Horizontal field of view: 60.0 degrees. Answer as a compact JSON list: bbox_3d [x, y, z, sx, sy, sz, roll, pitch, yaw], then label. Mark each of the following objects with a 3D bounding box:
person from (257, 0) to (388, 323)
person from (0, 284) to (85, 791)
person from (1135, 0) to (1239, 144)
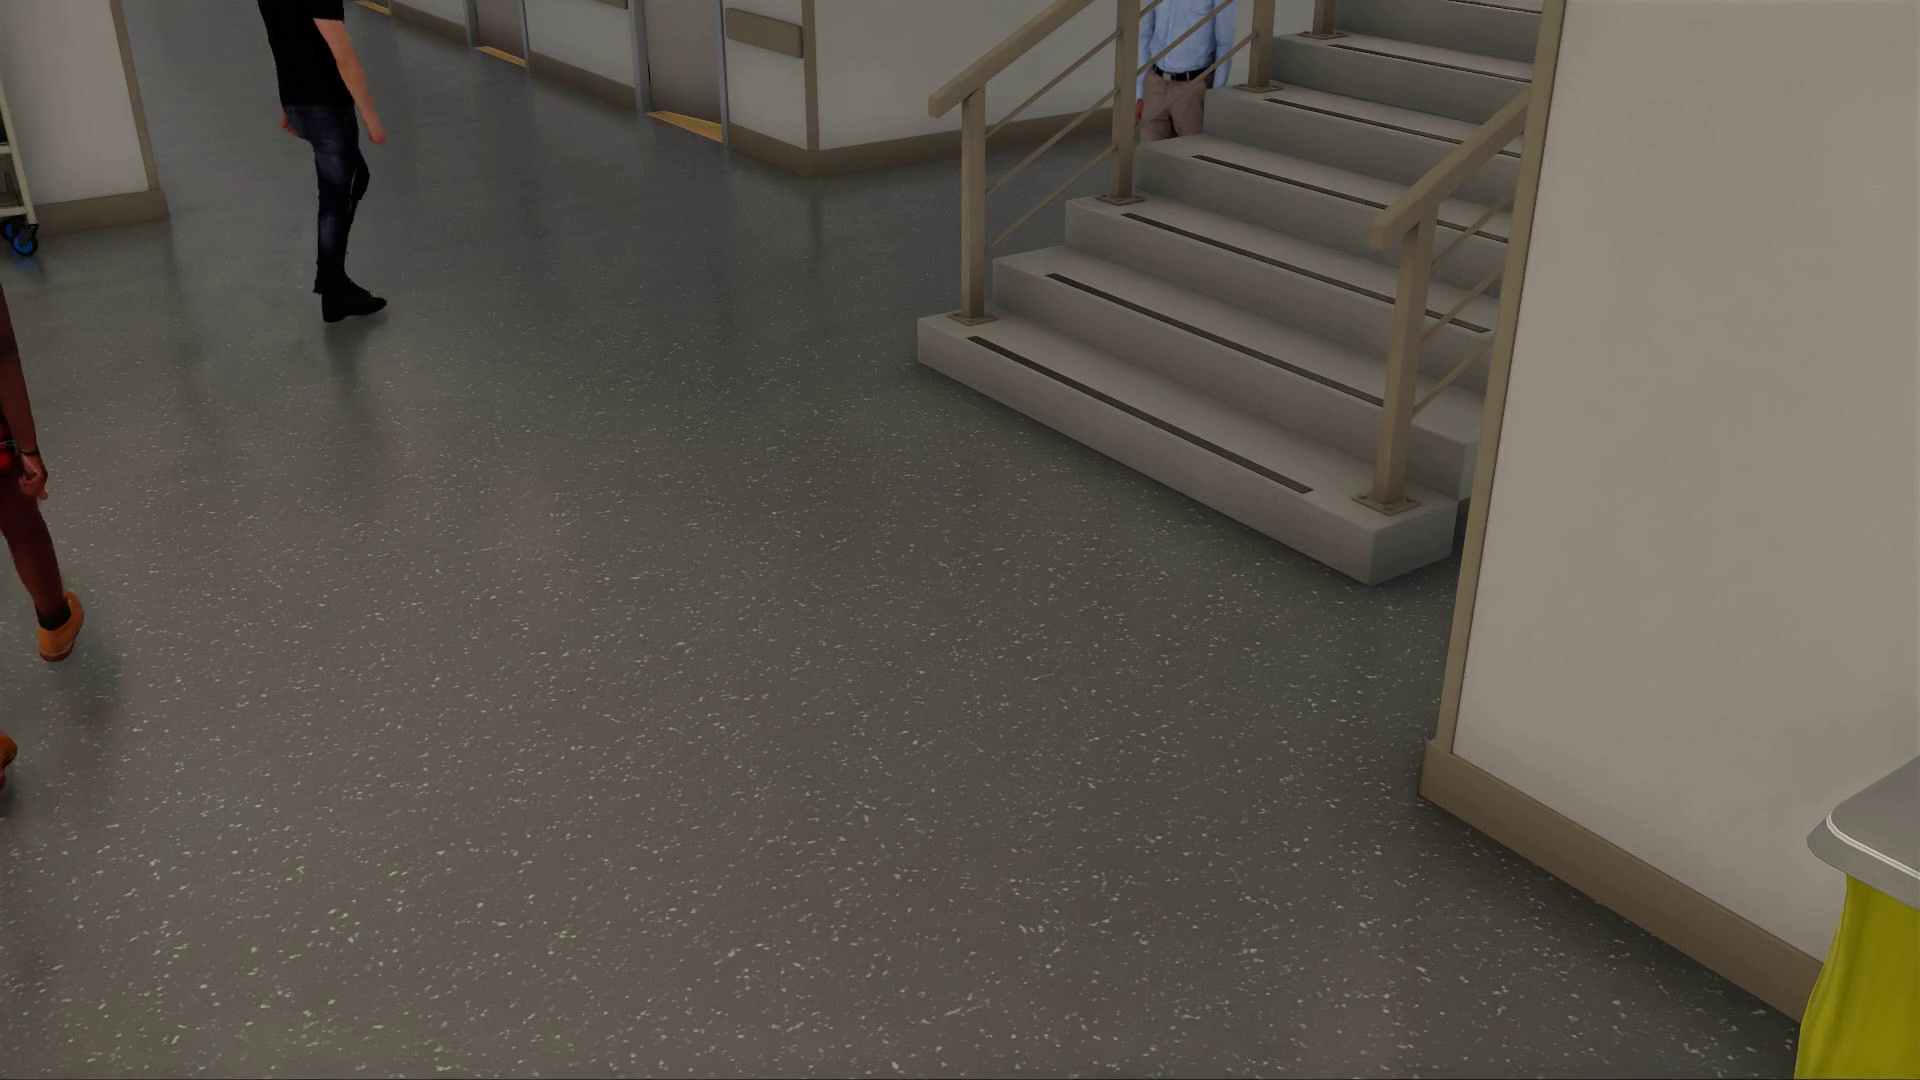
[{"bbox_3d":[-2.911,-1.878,7.370,0.731,1.884,0.682,22,33,38],"label":"person"},{"bbox_3d":[-2.521,-0.176,4.095,1.197,1.663,0.836,-10,28,-21],"label":"person"},{"bbox_3d":[1.060,-2.142,7.960,0.706,1.848,0.688,20,32,35],"label":"person"}]
